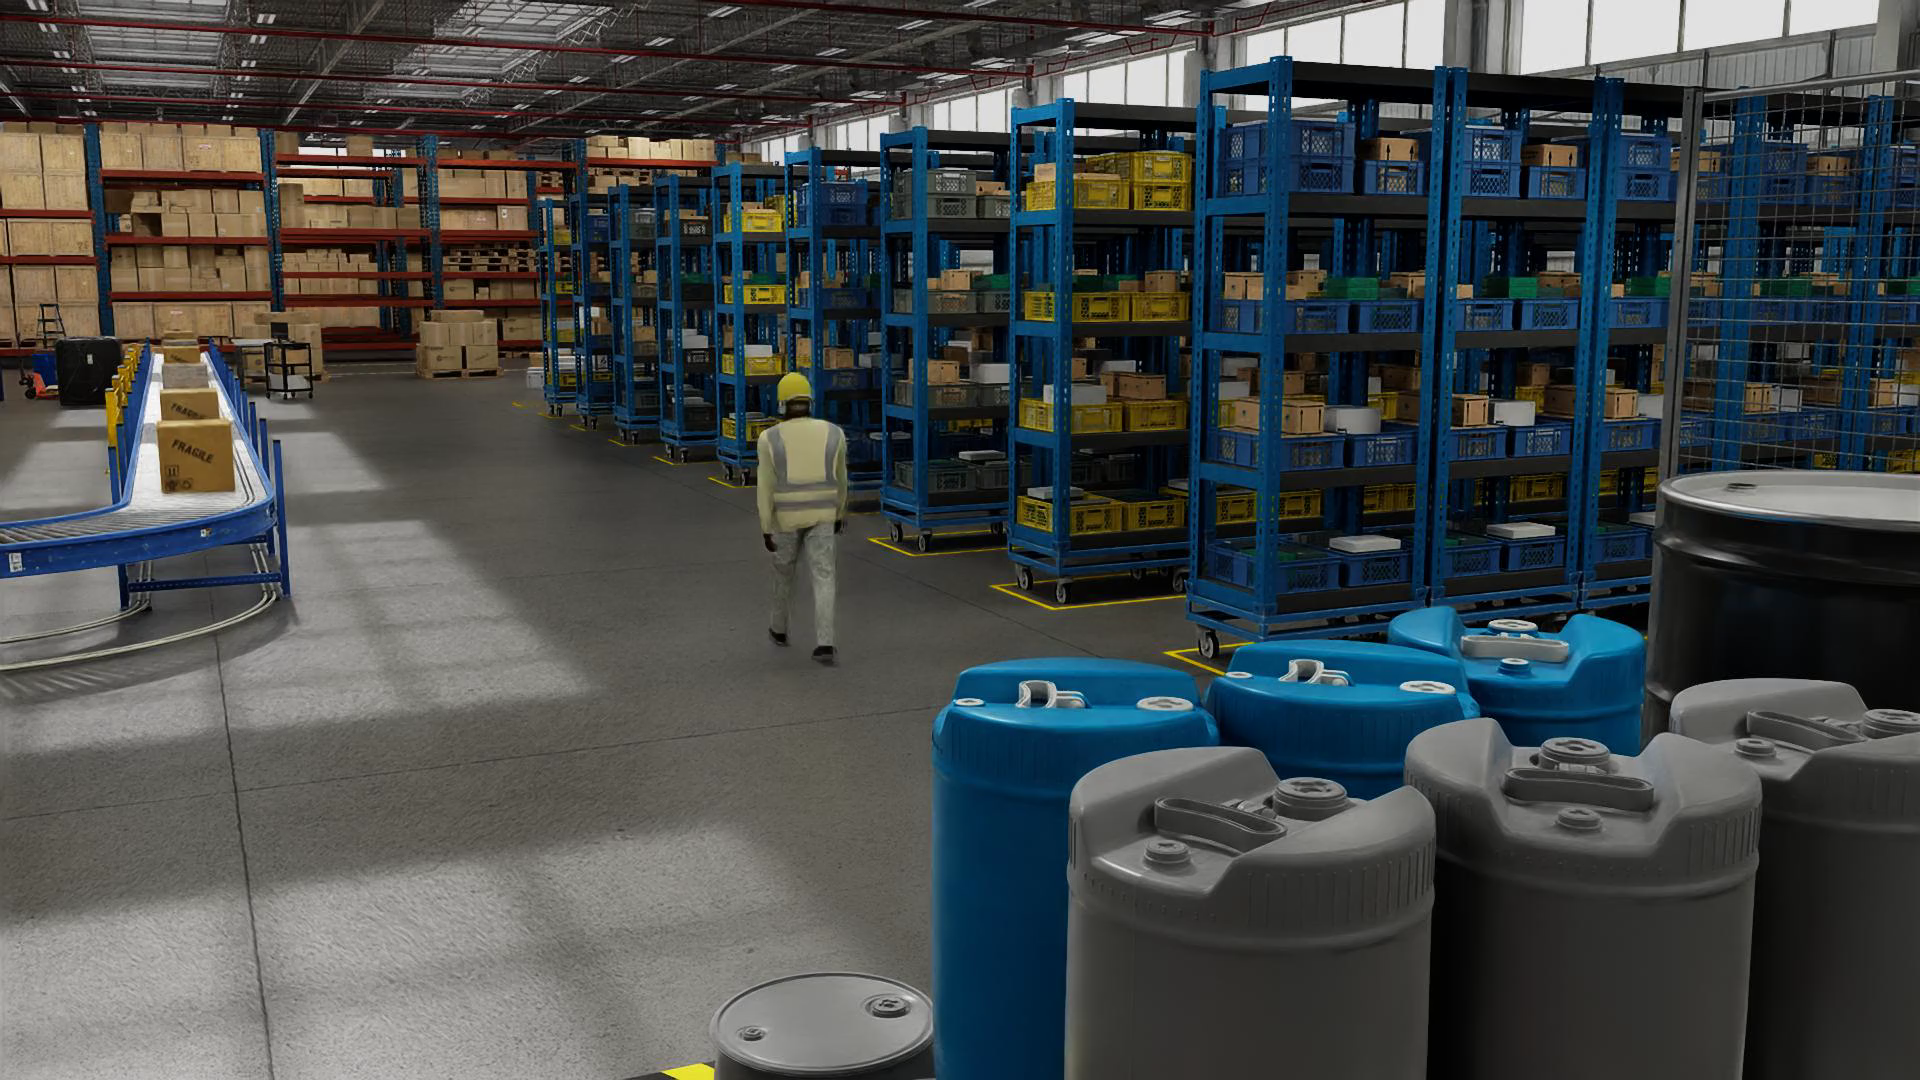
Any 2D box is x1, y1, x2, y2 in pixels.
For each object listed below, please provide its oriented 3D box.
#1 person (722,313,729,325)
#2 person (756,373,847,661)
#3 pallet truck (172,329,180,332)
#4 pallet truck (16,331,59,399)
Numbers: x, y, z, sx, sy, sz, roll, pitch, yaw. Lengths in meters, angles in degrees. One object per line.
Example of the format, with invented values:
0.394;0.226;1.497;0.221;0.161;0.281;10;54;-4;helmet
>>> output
-5.652;-5.148;40.962;0.615;1.932;0.441;1;9;7;person
-0.981;-0.150;10.427;0.597;1.789;0.923;-3;10;-16;person
-17.275;-3.851;35.096;1.601;1.201;0.680;0;9;1;pallet truck
-17.082;-3.353;31.781;1.630;1.274;0.653;-4;10;-25;pallet truck
